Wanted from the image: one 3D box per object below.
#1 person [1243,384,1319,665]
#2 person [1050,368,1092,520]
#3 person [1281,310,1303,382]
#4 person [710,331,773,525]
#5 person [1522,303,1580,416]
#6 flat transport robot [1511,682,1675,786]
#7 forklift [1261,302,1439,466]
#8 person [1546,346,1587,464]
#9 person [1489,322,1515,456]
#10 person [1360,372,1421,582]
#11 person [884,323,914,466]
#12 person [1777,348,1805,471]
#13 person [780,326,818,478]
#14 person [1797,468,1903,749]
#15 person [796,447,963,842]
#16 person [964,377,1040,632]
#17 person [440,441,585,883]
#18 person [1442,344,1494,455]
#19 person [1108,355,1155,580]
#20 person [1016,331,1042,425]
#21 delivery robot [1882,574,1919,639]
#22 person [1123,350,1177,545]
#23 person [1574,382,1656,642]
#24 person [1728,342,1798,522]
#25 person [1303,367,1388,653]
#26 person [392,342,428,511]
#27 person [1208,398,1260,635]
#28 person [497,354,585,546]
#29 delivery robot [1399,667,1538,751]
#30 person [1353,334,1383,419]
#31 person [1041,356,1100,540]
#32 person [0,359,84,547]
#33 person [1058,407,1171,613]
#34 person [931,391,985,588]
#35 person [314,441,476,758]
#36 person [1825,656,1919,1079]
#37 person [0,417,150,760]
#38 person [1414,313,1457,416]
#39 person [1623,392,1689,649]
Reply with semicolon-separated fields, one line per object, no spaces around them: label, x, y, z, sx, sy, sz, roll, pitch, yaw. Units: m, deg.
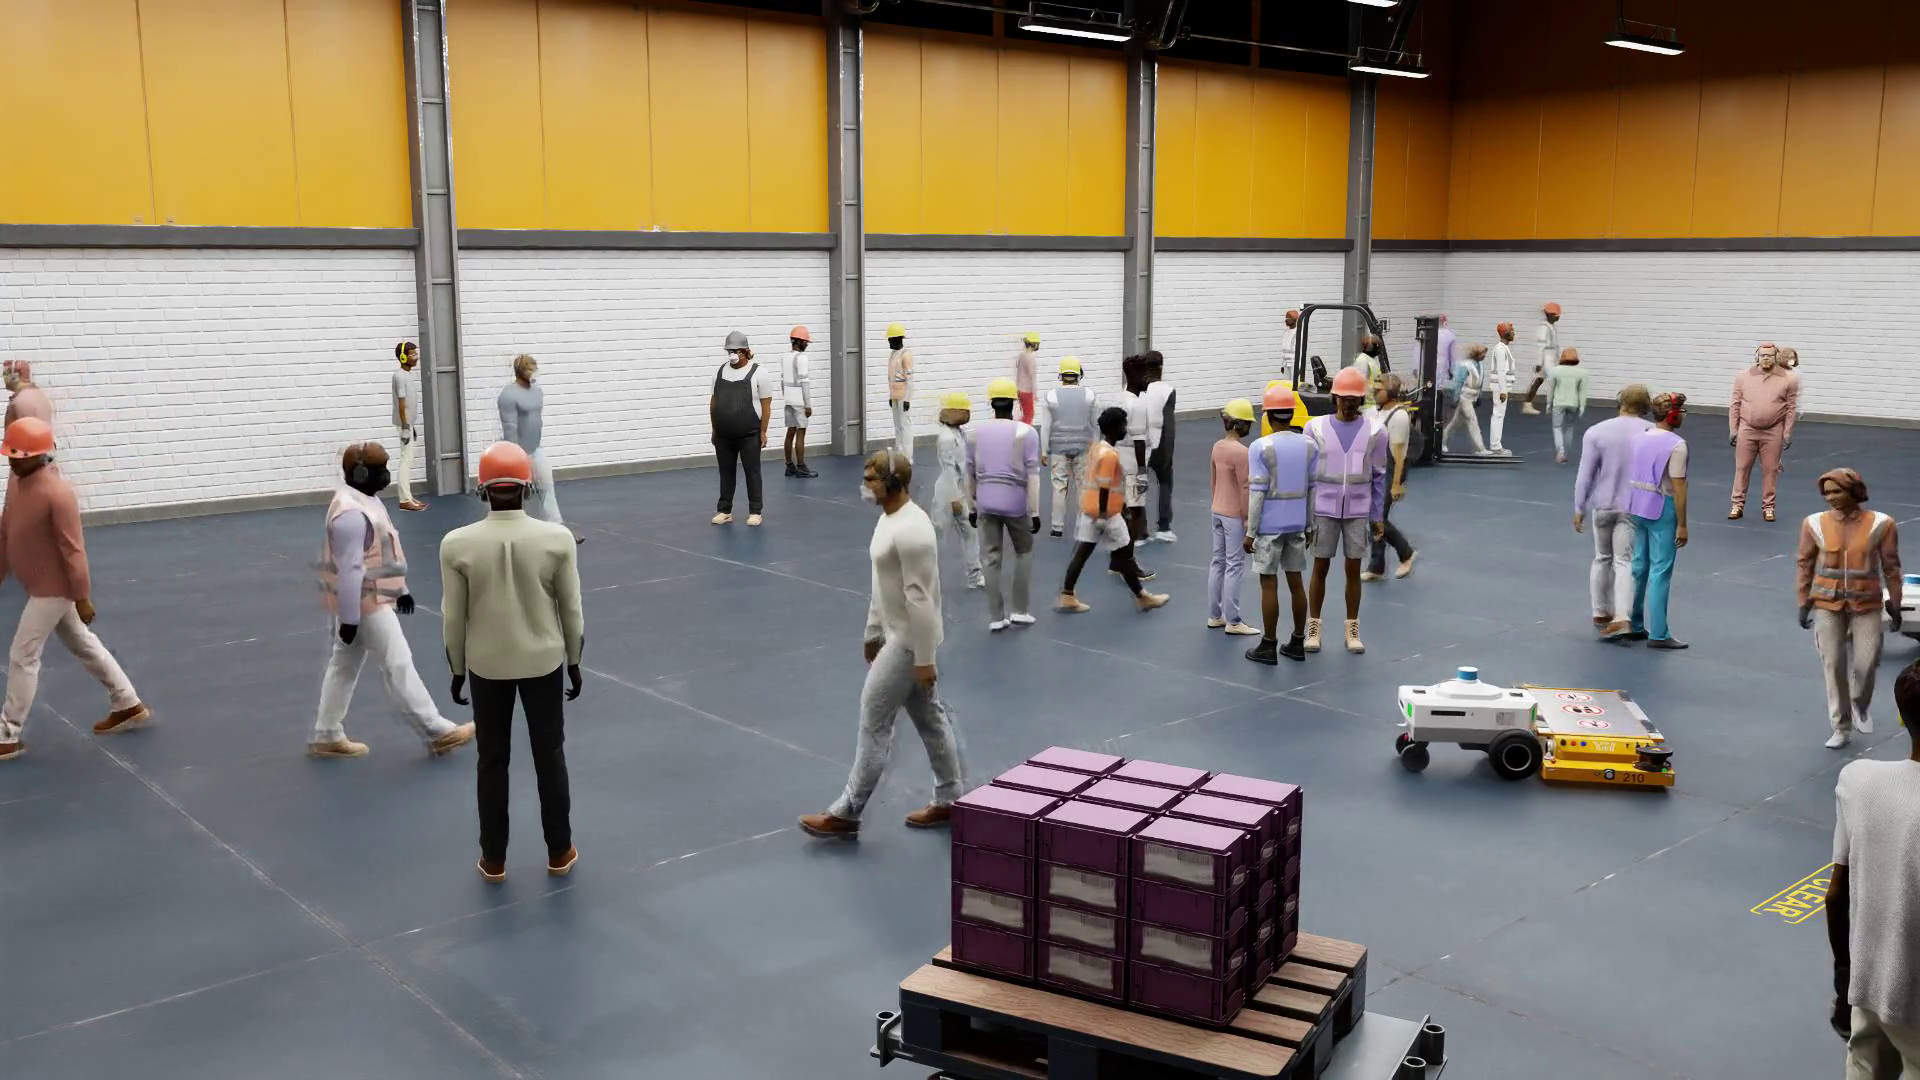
person;2.197;-0.106;11.513;0.550;1.933;0.373;-4;11;-23
person;1.218;-1.060;17.823;0.569;1.692;0.317;4;10;22
person;5.733;-3.021;28.739;0.338;1.879;0.583;-4;10;-20
person;-2.329;-1.165;17.409;0.676;2.000;0.536;3;10;15
person;10.472;-3.186;29.387;1.041;1.986;0.613;5;11;29
flat transport robot;3.555;1.077;9.451;0.652;0.197;1.431;2;10;10
forklift;5.320;-2.157;22.763;2.313;2.155;1.214;3;10;16
person;8.168;-1.796;22.398;0.507;1.608;0.690;2;10;11
person;7.659;-2.123;23.476;0.356;1.884;0.574;3;10;16
person;3.667;-0.521;14.247;0.462;1.831;0.548;-2;10;-9
person;-0.814;-1.941;22.292;0.383;1.923;0.588;-4;11;-23
person;10.769;-1.695;21.715;0.531;1.614;0.451;-1;10;-7
person;-2.068;-1.751;21.200;0.416;1.936;0.548;-8;12;-37
person;5.118;0.388;9.581;0.551;1.609;0.450;7;12;36
person;-0.390;0.505;8.038;0.959;1.895;0.651;-1;10;-8
person;0.347;-0.271;12.527;0.623;1.911;0.550;4;10;21
person;-2.001;0.551;7.488;0.611;1.997;0.375;-3;10;-15
person;7.172;-1.995;23.633;0.880;1.576;0.508;8;13;39
person;1.495;-0.636;14.530;0.361;1.962;0.612;-3;10;-16
person;0.973;-2.115;23.826;0.414;1.747;0.562;-2;10;-14
delivery robot;6.749;0.487;11.802;0.707;0.478;0.477;2;10;11
person;1.894;-0.906;16.316;0.592;1.892;0.667;6;11;32
person;4.879;-0.217;12.291;0.636;1.893;0.894;5;11;26
person;8.530;-1.151;17.715;0.642;1.909;0.410;5;11;27
person;2.710;-0.206;11.789;0.605;2.043;0.384;1;10;8
person;-6.130;-1.265;18.489;0.334;1.873;0.517;-2;10;-11
person;2.050;-0.176;12.425;0.315;1.766;0.523;-4;10;-20
person;-4.107;-0.823;15.857;1.008;1.882;0.652;4;10;22
delivery robot;2.782;0.941;9.144;0.707;0.478;0.477;1;10;8
person;5.345;-1.727;21.389;0.716;1.823;0.638;3;10;19
person;1.089;-0.909;16.516;0.587;1.834;0.403;-1;10;-4
person;-8.684;-0.736;15.422;0.963;1.863;0.660;-2;10;-9
person;1.193;-0.227;13.050;0.886;1.642;0.536;-1;10;-5
person;-0.144;-0.415;14.009;0.870;1.700;0.486;2;10;11
person;-3.208;0.343;9.295;0.944;1.795;0.626;-3;10;-18
person;2.389;1.184;4.150;0.328;1.872;0.508;-3;10;-17
person;-5.163;0.250;9.447;1.035;1.933;0.693;-9;13;-43
person;7.975;-2.865;27.926;0.665;1.846;0.819;3;10;17
person;5.018;-0.145;11.997;0.390;1.848;0.563;-2;10;-14
